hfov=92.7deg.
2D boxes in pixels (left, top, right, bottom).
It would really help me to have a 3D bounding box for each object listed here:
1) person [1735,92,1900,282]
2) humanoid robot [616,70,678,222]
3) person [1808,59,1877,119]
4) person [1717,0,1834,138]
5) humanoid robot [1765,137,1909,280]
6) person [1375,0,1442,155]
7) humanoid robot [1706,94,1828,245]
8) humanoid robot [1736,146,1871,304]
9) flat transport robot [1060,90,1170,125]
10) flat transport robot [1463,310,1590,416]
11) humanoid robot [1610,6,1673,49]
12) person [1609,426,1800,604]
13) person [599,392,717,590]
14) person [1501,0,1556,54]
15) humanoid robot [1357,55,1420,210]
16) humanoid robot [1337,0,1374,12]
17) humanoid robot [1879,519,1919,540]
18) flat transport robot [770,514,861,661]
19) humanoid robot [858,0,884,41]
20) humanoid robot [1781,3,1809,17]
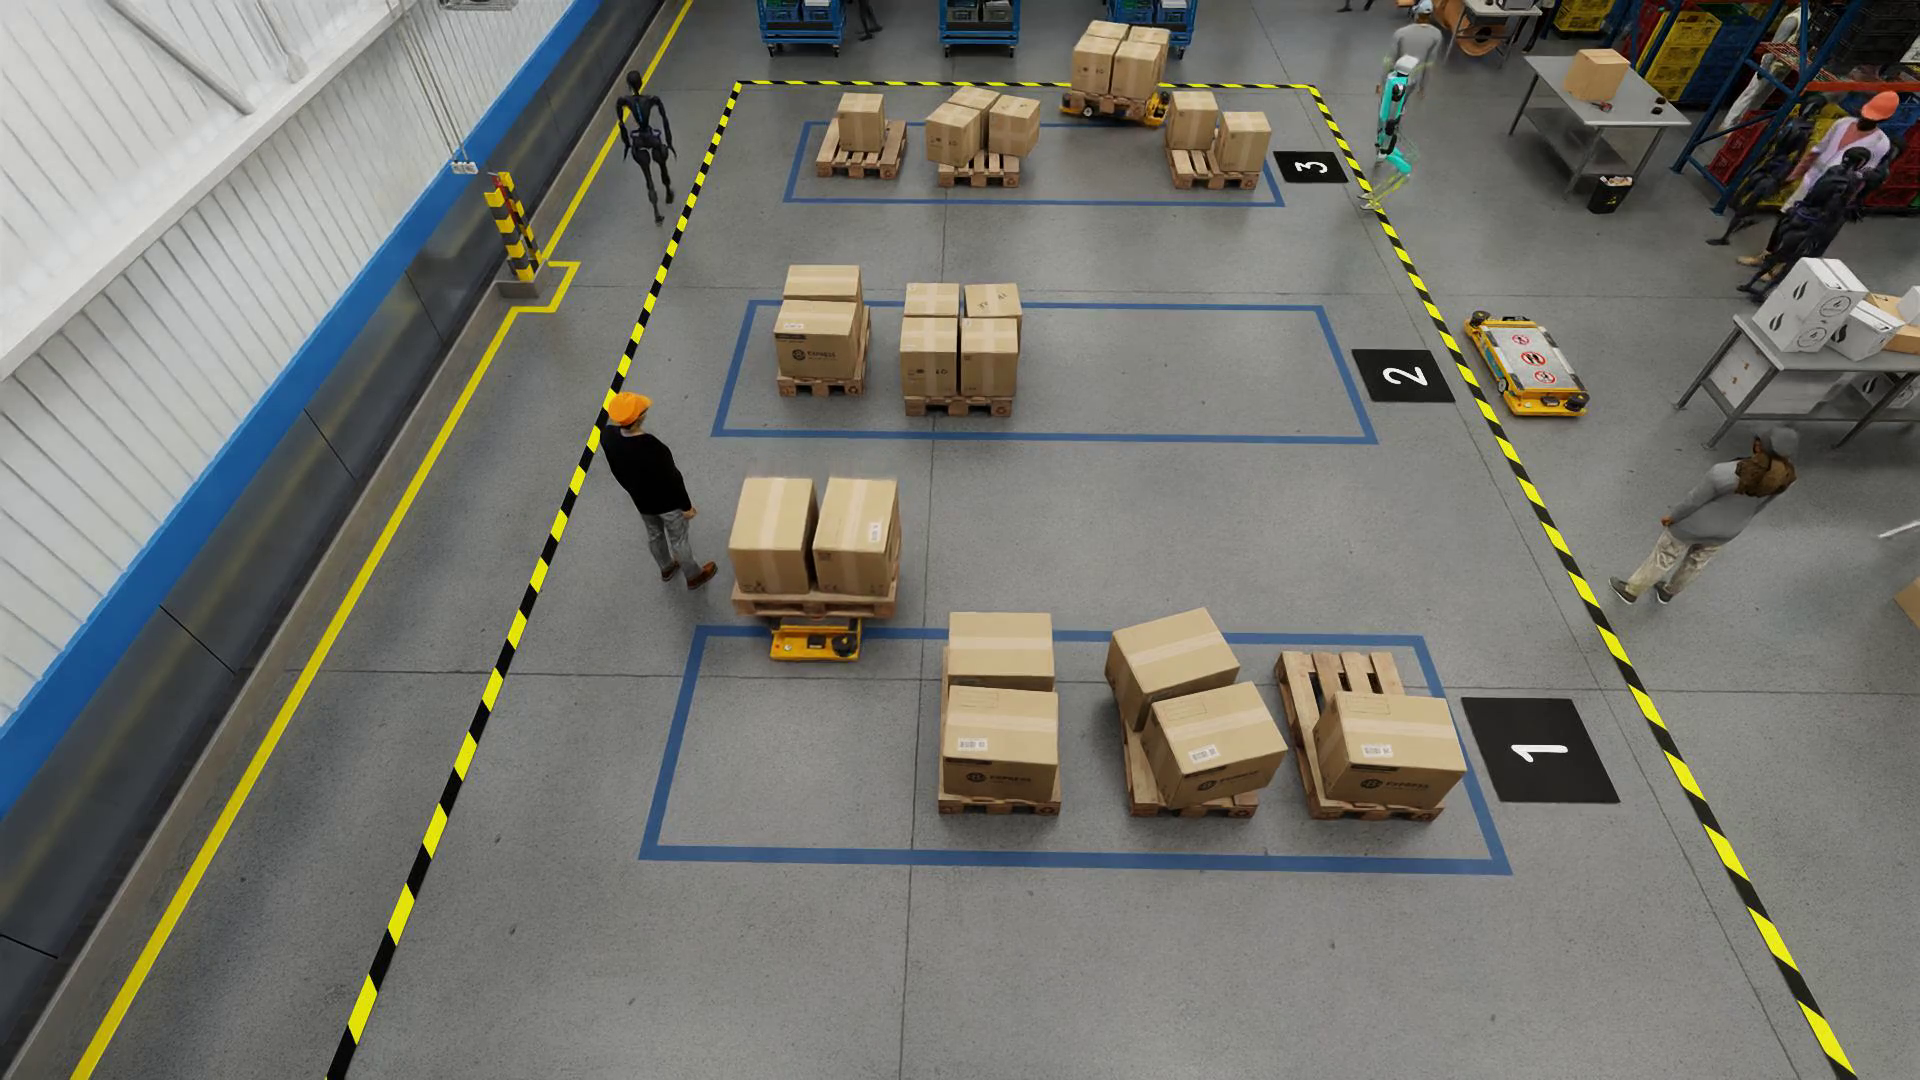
[{"bbox_3d":[8.919,-3.675,9.564,0.449,2.025,0.682,-9,50,-8],"label":"person"},{"bbox_3d":[-3.609,-4.550,10.582,0.600,1.645,0.782,-7,49,-6],"label":"humanoid robot"},{"bbox_3d":[11.637,-6.143,11.844,0.716,1.793,0.666,1,49,1],"label":"person"},{"bbox_3d":[10.551,-6.122,11.801,0.617,1.836,0.431,-16,51,-13],"label":"person"},{"bbox_3d":[9.144,-3.414,9.556,0.601,1.649,0.421,-24,53,-20],"label":"humanoid robot"},{"bbox_3d":[5.565,-5.762,11.492,0.620,1.826,0.662,3,49,3],"label":"person"},{"bbox_3d":[8.937,-4.034,10.096,0.410,1.650,0.608,8,50,7],"label":"humanoid robot"},{"bbox_3d":[8.623,-3.225,9.391,0.315,1.654,0.609,16,51,13],"label":"humanoid robot"},{"bbox_3d":[2.175,-6.131,12.821,1.431,0.197,0.652,14,51,12],"label":"flat transport robot"},{"bbox_3d":[5.573,-1.757,9.054,0.659,0.231,1.431,1,49,1],"label":"flat transport robot"},{"bbox_3d":[10.151,-7.890,13.431,0.855,1.826,0.554,16,51,13],"label":"humanoid robot"},{"bbox_3d":[5.434,-0.128,6.651,0.562,1.769,0.400,1,49,1],"label":"person"},{"bbox_3d":[-2.225,-0.334,6.754,0.589,1.883,0.363,19,52,15],"label":"person"},{"bbox_3d":[8.750,-8.322,13.615,0.364,1.964,0.609,-31,56,-24],"label":"person"},{"bbox_3d":[5.030,-4.588,10.444,0.735,1.677,0.533,10,50,8],"label":"humanoid robot"},{"bbox_3d":[6.594,-9.408,14.750,0.536,1.635,0.594,-13,50,-11],"label":"humanoid robot"},{"bbox_3d":[8.162,-0.599,7.102,0.960,1.771,0.531,-2,49,-2],"label":"humanoid robot"},{"bbox_3d":[-1.075,0.308,7.249,0.652,0.197,1.431,1,49,1],"label":"flat transport robot"},{"bbox_3d":[-1.439,-8.586,14.037,0.472,1.645,0.613,-1,49,-1],"label":"humanoid robot"},{"bbox_3d":[13.103,-8.514,13.988,0.589,1.633,0.671,5,49,4],"label":"humanoid robot"}]
